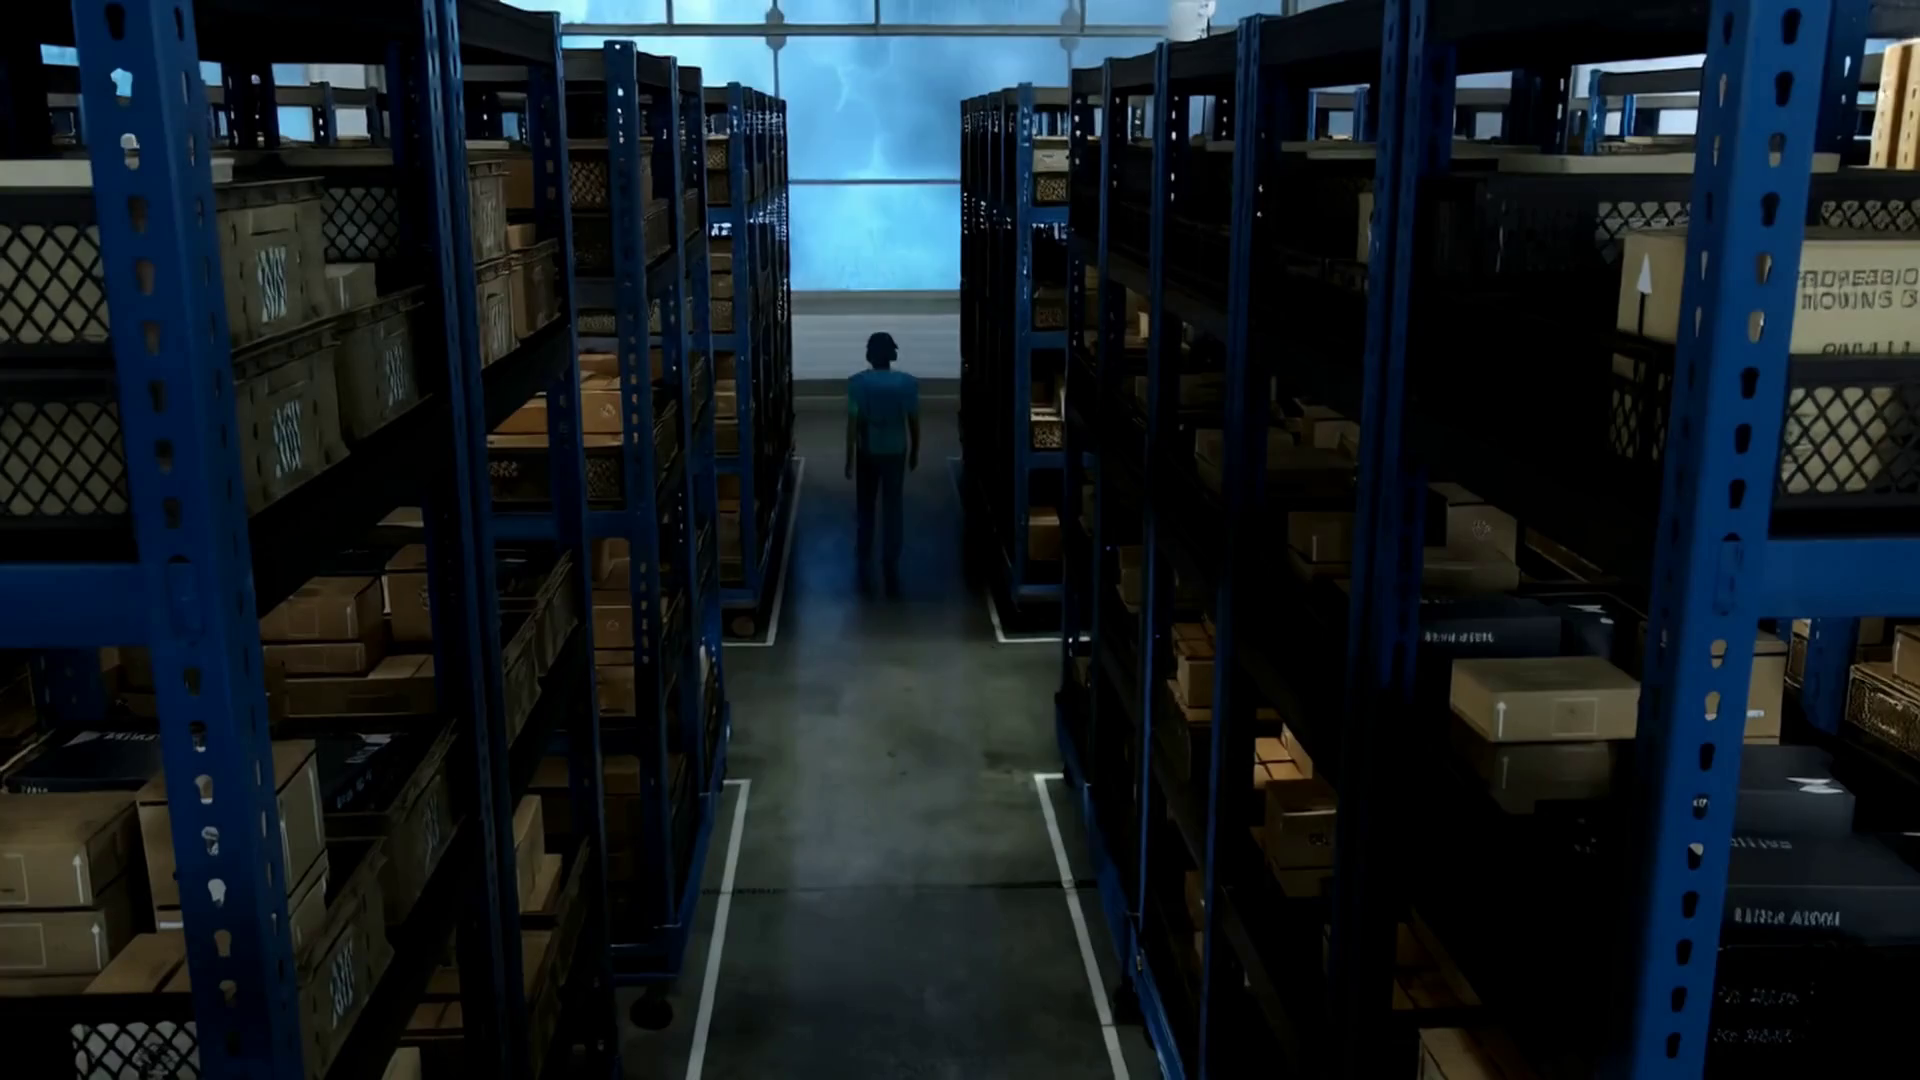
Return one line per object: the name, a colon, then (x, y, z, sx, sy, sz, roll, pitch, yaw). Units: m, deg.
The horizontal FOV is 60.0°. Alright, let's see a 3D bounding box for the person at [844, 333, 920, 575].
person: (-0.614, -0.682, 12.751, 0.606, 1.811, 0.822, -3, 14, -13)
